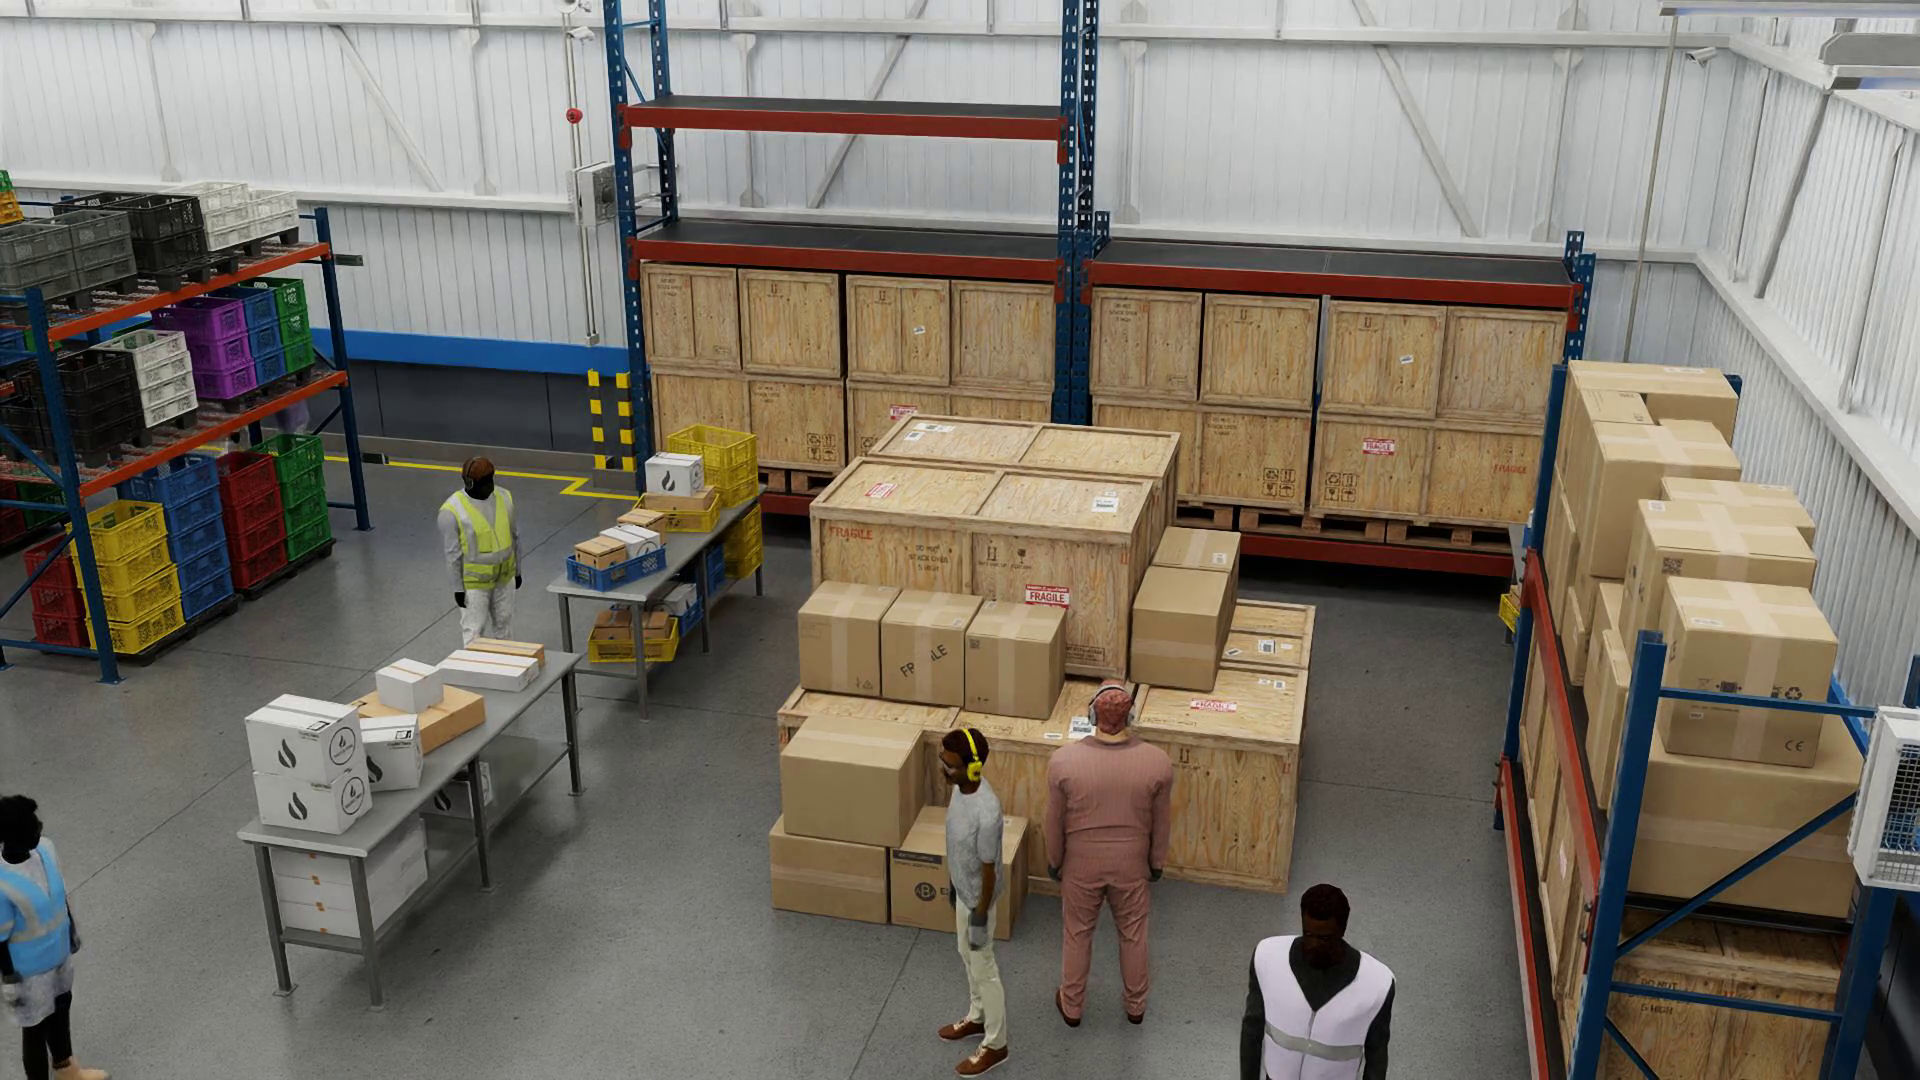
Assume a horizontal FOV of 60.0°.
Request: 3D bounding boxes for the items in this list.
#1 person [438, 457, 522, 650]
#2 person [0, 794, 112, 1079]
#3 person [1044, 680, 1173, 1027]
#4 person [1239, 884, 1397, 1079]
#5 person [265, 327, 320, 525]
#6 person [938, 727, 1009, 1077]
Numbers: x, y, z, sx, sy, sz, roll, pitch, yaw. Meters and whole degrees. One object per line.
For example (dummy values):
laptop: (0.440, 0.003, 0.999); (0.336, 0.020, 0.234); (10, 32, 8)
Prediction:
person: (-3.448, 0.268, 12.141); (0.431, 1.836, 0.619); (17, 27, 38)
person: (-4.373, 1.968, 7.885); (0.320, 1.694, 0.539); (1, 21, 4)
person: (0.746, 1.609, 8.545); (0.639, 1.899, 0.397); (-1, 21, -2)
person: (1.440, 2.242, 6.851); (0.596, 1.918, 0.385); (7, 22, 18)
person: (-6.250, -1.070, 15.489); (0.377, 1.940, 0.629); (-8, 22, -19)
person: (0.059, 1.754, 8.208); (0.332, 1.864, 0.507); (-6, 22, -16)
